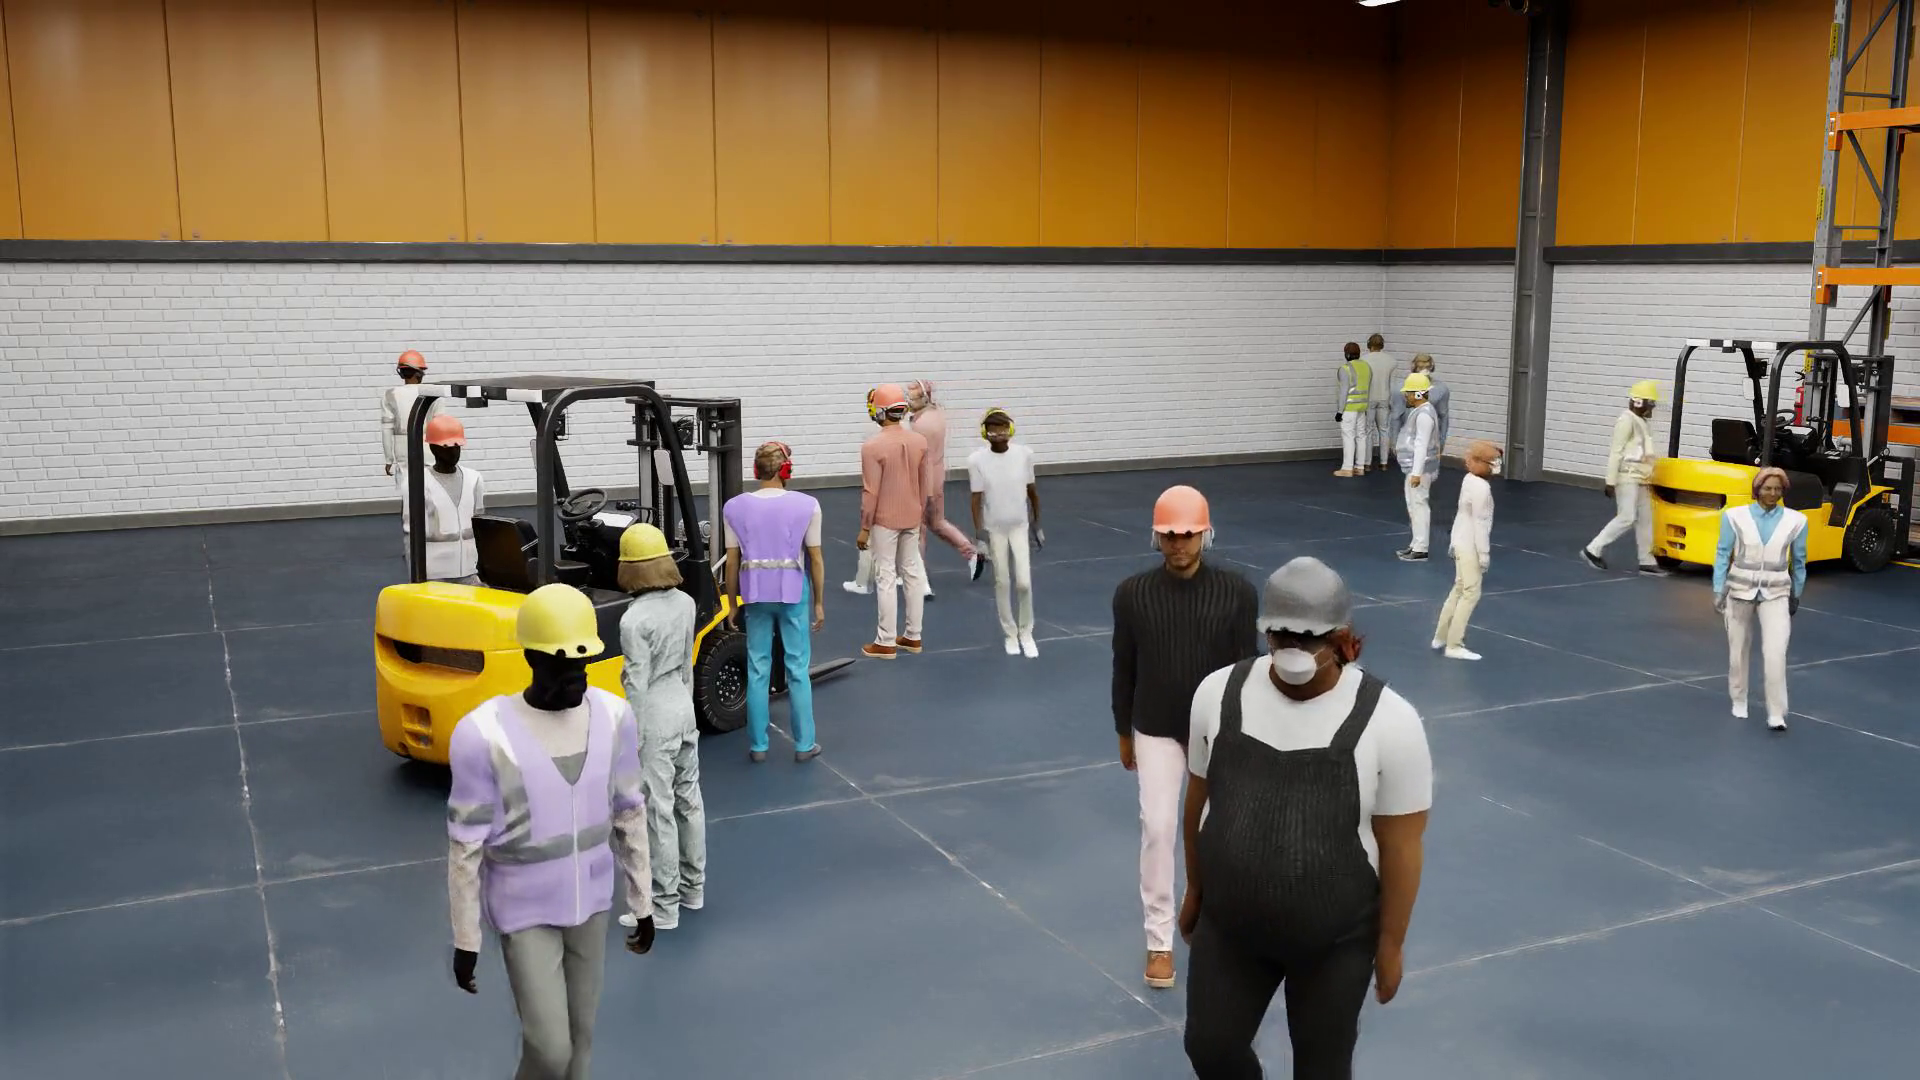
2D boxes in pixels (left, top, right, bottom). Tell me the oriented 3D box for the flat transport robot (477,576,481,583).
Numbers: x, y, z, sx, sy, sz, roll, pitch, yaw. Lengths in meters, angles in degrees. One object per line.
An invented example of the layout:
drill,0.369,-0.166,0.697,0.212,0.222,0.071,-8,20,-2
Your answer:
flat transport robot,-3.828,0.441,13.824,1.431,0.197,0.652,4,10,26

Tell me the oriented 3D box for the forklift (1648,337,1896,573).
forklift,7.551,-0.789,15.507,2.313,2.155,1.214,-4,10,-25

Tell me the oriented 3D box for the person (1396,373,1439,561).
person,4.434,-0.708,16.156,0.403,1.826,0.594,2,9,11

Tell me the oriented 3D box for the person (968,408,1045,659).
person,0.344,-0.046,12.028,0.577,1.823,0.573,0,9,-3

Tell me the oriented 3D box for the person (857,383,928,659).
person,-0.494,-0.136,12.070,0.610,1.996,0.379,-9,13,-44

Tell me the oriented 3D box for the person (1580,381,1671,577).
person,6.199,-0.559,15.302,0.778,1.802,0.637,7,11,37

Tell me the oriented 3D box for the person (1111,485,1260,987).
person,0.920,0.729,6.820,0.600,1.966,0.951,1,9,6

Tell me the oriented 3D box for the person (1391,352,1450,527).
person,5.040,-1.099,18.268,0.632,1.924,0.499,1,9,4

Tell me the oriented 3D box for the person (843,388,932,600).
person,-0.601,-0.380,14.205,0.531,1.820,0.968,-8,12,-39

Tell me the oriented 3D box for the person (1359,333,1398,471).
person,5.824,-1.933,23.394,0.629,1.940,0.378,-2,9,-10

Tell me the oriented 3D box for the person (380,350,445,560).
person,-5.300,-0.824,16.196,0.609,2.040,0.394,-2,9,-13

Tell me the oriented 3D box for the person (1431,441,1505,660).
person,3.674,0.071,12.003,0.413,1.596,0.602,1,9,4

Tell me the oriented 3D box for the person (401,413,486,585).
person,-3.138,0.185,10.259,0.375,1.935,0.551,8,12,41

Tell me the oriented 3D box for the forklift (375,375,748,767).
forklift,-2.268,0.149,9.685,1.214,2.155,2.313,6,11,32

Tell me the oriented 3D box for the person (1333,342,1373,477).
person,5.356,-1.783,22.774,0.623,1.841,0.430,-7,12,-39

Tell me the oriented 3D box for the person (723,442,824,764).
person,-1.052,0.366,9.438,0.563,1.839,0.393,0,9,2

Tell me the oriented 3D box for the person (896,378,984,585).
person,-0.226,-0.498,14.700,0.803,1.870,0.656,2,9,12

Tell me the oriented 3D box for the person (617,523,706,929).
person,-1.309,0.791,7.117,0.312,1.738,0.483,4,10,23

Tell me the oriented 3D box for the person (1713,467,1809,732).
person,4.885,0.363,10.174,0.527,1.603,0.803,4,10,21

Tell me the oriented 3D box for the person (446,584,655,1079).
person,-1.166,1.067,4.848,0.419,1.911,0.618,9,13,43
